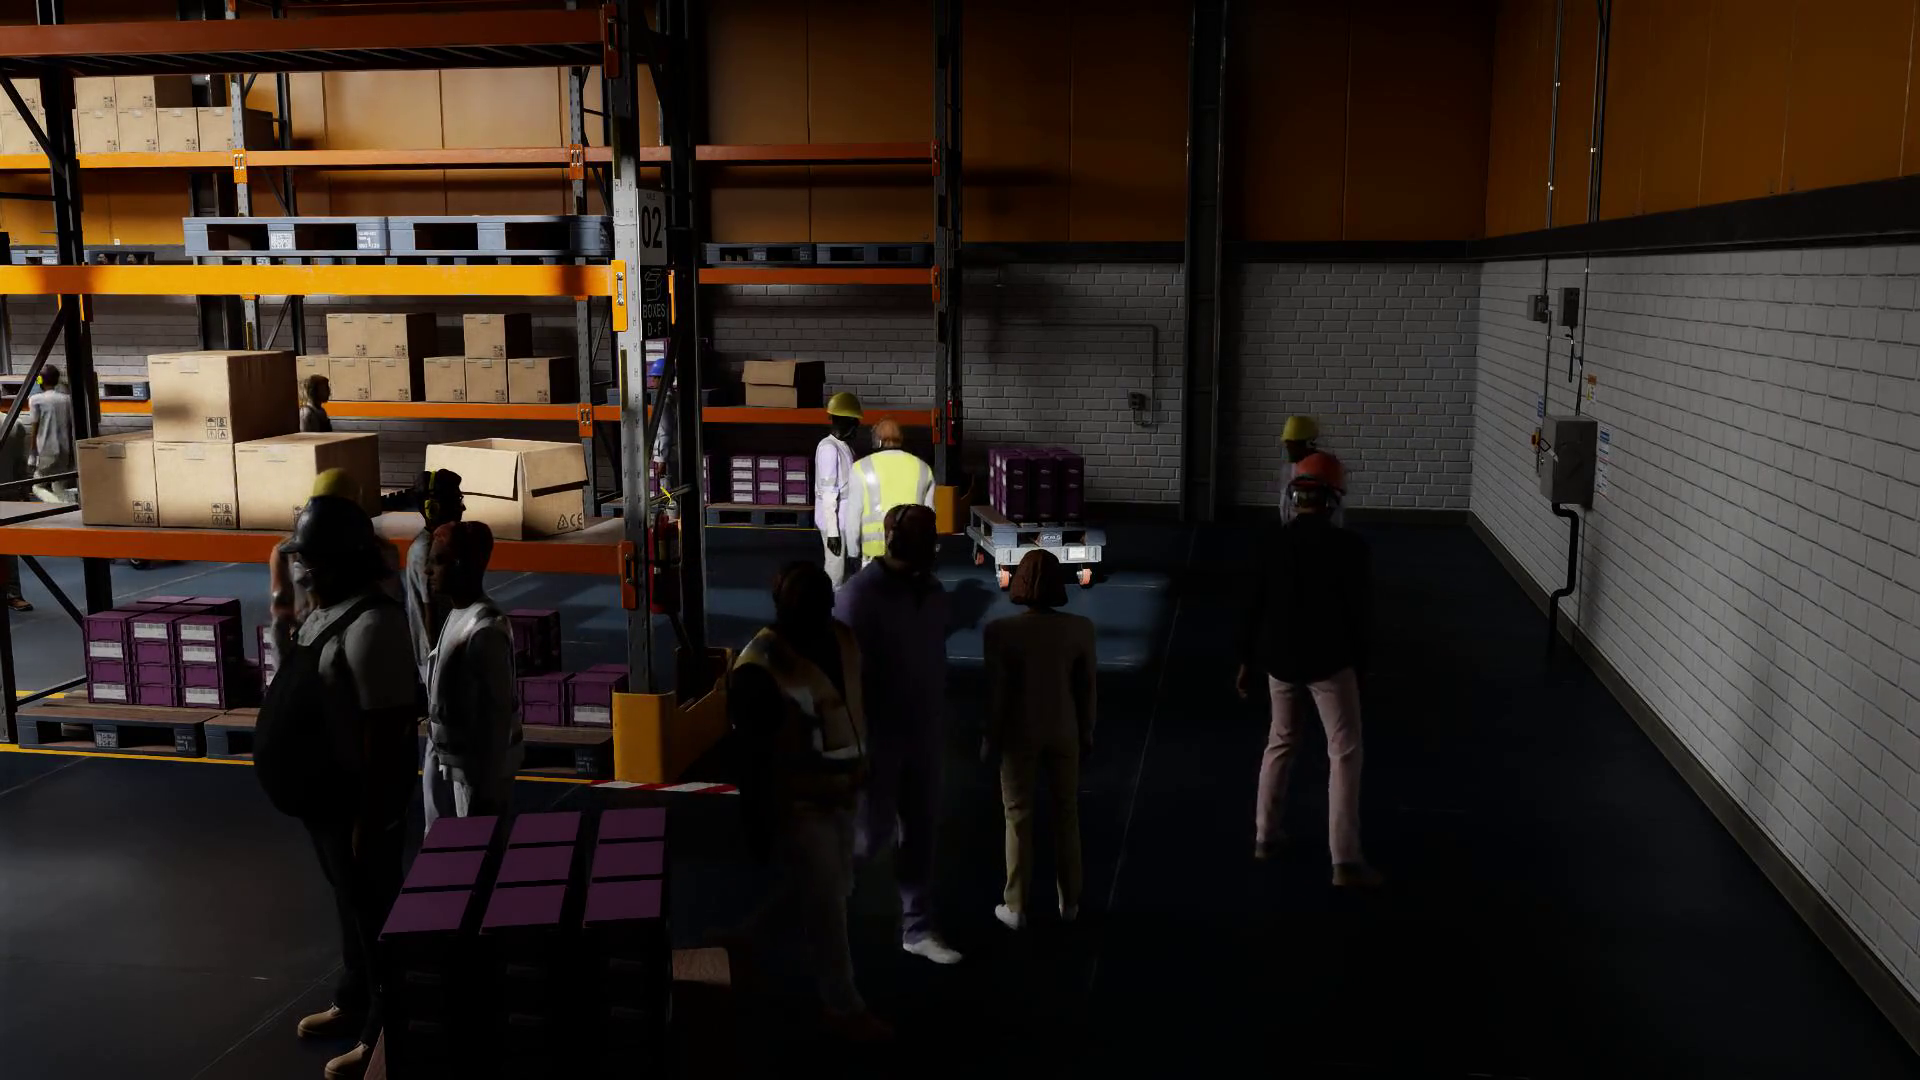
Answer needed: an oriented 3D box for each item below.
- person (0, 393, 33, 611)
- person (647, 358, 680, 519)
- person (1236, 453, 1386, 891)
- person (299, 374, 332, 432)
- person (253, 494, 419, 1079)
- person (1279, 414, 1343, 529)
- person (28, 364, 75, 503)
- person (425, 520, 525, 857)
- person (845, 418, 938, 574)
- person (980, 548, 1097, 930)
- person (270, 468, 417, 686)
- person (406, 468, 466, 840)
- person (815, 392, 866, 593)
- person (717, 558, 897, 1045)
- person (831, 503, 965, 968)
[{"bbox_3d":[-7.900,-0.348,13.574,0.373,1.936,0.629,7,11,36],"label":"person"},{"bbox_3d":[-2.880,-0.823,16.474,0.394,1.949,0.602,1,9,4],"label":"person"},{"bbox_3d":[1.641,0.597,7.659,0.848,1.958,0.596,8,12,41],"label":"person"},{"bbox_3d":[-6.263,-0.689,16.040,0.653,1.825,0.515,-1,9,-3],"label":"person"},{"bbox_3d":[-2.172,0.849,5.816,0.537,2.000,0.678,-6,11,-32],"label":"person"},{"bbox_3d":[2.652,-0.047,12.211,0.772,1.787,0.599,-4,10,-25],"label":"person"},{"bbox_3d":[-9.398,-0.895,17.231,0.438,1.847,0.537,4,10,23],"label":"person"},{"bbox_3d":[-1.824,0.856,6.259,0.353,1.883,0.573,-4,10,-25],"label":"person"},{"bbox_3d":[-0.434,0.075,11.372,0.674,1.810,0.621,-4,10,-23],"label":"person"},{"bbox_3d":[0.334,0.847,7.085,0.508,1.632,0.271,-2,9,-12],"label":"person"},{"bbox_3d":[-2.967,0.572,8.009,0.639,1.892,0.609,-3,10,-20],"label":"person"},{"bbox_3d":[-2.466,0.587,7.974,0.323,1.871,0.528,-3,10,-16],"label":"person"},{"bbox_3d":[-0.874,-0.135,12.300,0.383,1.918,0.587,1,9,7],"label":"person"},{"bbox_3d":[-0.603,0.935,6.026,0.693,1.809,0.643,5,10,28],"label":"person"},{"bbox_3d":[-0.296,0.776,6.760,0.669,1.887,0.660,8,12,42],"label":"person"}]
